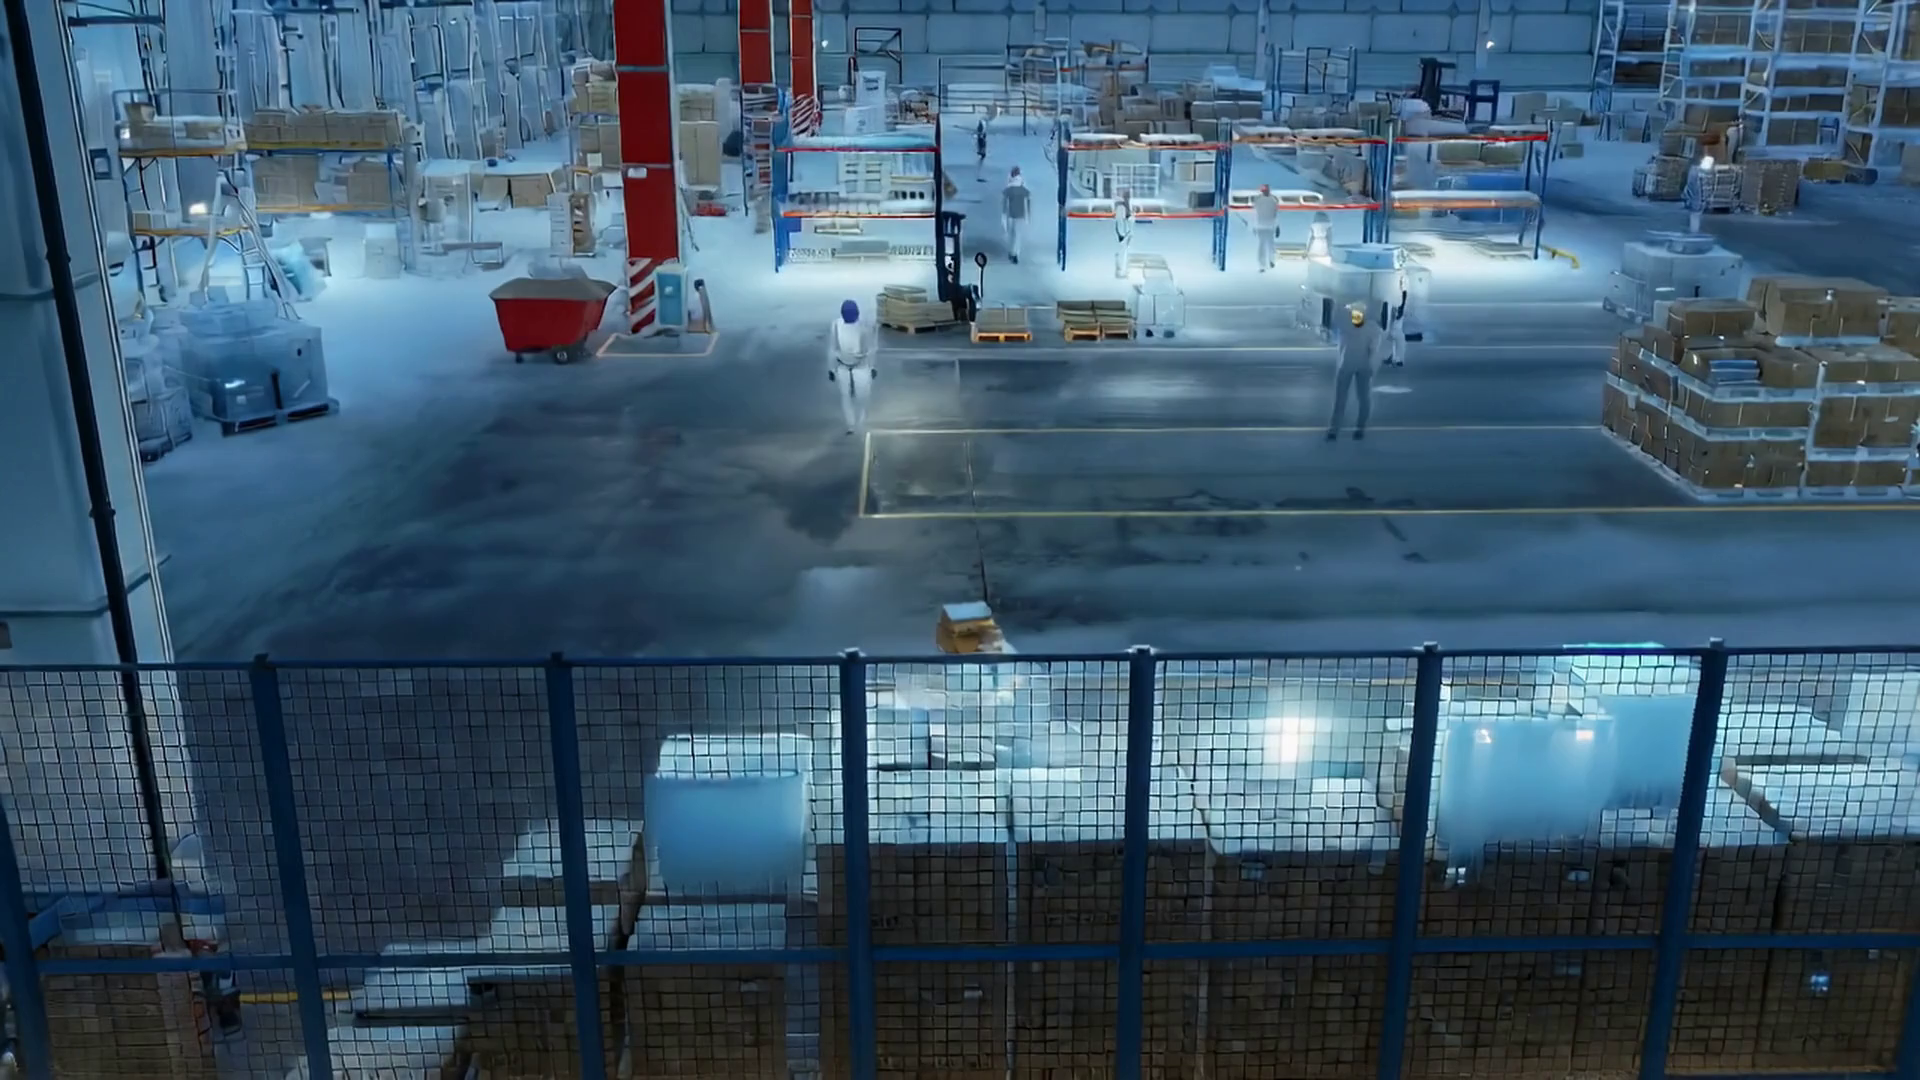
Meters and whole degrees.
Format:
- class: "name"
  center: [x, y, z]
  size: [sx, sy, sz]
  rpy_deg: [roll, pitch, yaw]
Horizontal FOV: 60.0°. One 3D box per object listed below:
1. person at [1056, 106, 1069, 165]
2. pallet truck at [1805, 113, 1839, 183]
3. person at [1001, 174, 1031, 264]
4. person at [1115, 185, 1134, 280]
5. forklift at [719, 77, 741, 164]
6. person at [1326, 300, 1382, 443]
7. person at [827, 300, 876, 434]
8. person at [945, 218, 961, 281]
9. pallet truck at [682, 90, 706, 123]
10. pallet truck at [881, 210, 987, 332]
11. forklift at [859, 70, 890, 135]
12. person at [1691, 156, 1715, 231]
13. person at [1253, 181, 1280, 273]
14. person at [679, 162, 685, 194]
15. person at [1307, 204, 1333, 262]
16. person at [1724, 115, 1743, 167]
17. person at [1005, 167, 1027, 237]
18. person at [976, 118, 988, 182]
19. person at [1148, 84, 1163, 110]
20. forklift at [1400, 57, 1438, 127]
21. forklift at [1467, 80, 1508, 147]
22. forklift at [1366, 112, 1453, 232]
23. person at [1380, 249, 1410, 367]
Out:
- class: "person"
  center: [3.407, -13.359, 54.961]
  size: [0.375, 1.934, 0.547]
  rpy_deg: [-15, 24, -38]
- class: "pallet truck"
  center: [26.403, -11.957, 50.702]
  size: [0.823, 1.965, 1.885]
  rpy_deg: [6, 19, 16]
- class: "person"
  center: [1.201, -6.941, 35.990]
  size: [0.633, 1.914, 0.918]
  rpy_deg: [4, 19, 11]
- class: "person"
  center: [3.378, -6.297, 34.042]
  size: [0.394, 1.915, 0.587]
  rpy_deg: [10, 21, 27]
- class: "forklift"
  center: [-7.685, -13.877, 55.039]
  size: [1.873, 2.768, 1.129]
  rpy_deg: [-1, 19, -1]
- class: "person"
  center: [5.194, -2.206, 21.919]
  size: [0.644, 1.901, 0.877]
  rpy_deg: [11, 22, 31]
- class: "person"
  center: [-1.461, -2.322, 22.380]
  size: [0.657, 1.829, 0.452]
  rpy_deg: [1, 19, 4]
- class: "person"
  center: [-0.188, -5.210, 31.181]
  size: [0.488, 1.661, 0.620]
  rpy_deg: [-7, 20, -20]
- class: "pallet truck"
  center: [-9.671, -15.907, 62.421]
  size: [0.823, 1.965, 1.885]
  rpy_deg: [5, 19, 15]
- class: "pallet truck"
  center: [-0.493, -4.759, 29.349]
  size: [1.885, 1.965, 0.823]
  rpy_deg: [-13, 23, -34]
- class: "forklift"
  center: [-3.114, -15.259, 59.139]
  size: [1.129, 2.768, 1.873]
  rpy_deg: [2, 19, 5]
- class: "person"
  center: [17.466, -8.046, 39.148]
  size: [0.361, 1.964, 0.616]
  rpy_deg: [4, 19, 11]
- class: "person"
  center: [6.477, -6.571, 34.938]
  size: [0.661, 1.857, 0.949]
  rpy_deg: [10, 21, 28]
- class: "person"
  center: [-7.179, -8.895, 41.785]
  size: [0.556, 1.905, 0.943]
  rpy_deg: [-10, 21, -28]
- class: "person"
  center: [6.994, -5.649, 32.382]
  size: [0.492, 1.742, 0.318]
  rpy_deg: [1, 19, 3]
- class: "person"
  center: [24.169, -12.317, 51.981]
  size: [0.526, 1.872, 0.326]
  rpy_deg: [-7, 20, -19]
- class: "person"
  center: [1.282, -7.635, 38.184]
  size: [0.499, 1.803, 0.862]
  rpy_deg: [-3, 19, -10]
- class: "person"
  center: [0.669, -11.858, 50.586]
  size: [0.353, 1.883, 0.573]
  rpy_deg: [4, 19, 13]
- class: "person"
  center: [7.886, -17.483, 67.285]
  size: [0.628, 1.887, 1.056]
  rpy_deg: [-2, 19, -6]
- class: "forklift"
  center: [19.351, -18.501, 68.755]
  size: [1.873, 2.768, 1.129]
  rpy_deg: [-1, 19, -1]
- class: "forklift"
  center: [16.667, -13.224, 53.100]
  size: [1.129, 2.768, 1.873]
  rpy_deg: [17, 25, 41]
- class: "forklift"
  center: [11.032, -8.978, 40.505]
  size: [1.873, 2.768, 1.129]
  rpy_deg: [-1, 19, -2]
- class: "person"
  center: [6.923, -3.672, 26.320]
  size: [0.334, 1.873, 0.517]
  rpy_deg: [1, 19, 3]
